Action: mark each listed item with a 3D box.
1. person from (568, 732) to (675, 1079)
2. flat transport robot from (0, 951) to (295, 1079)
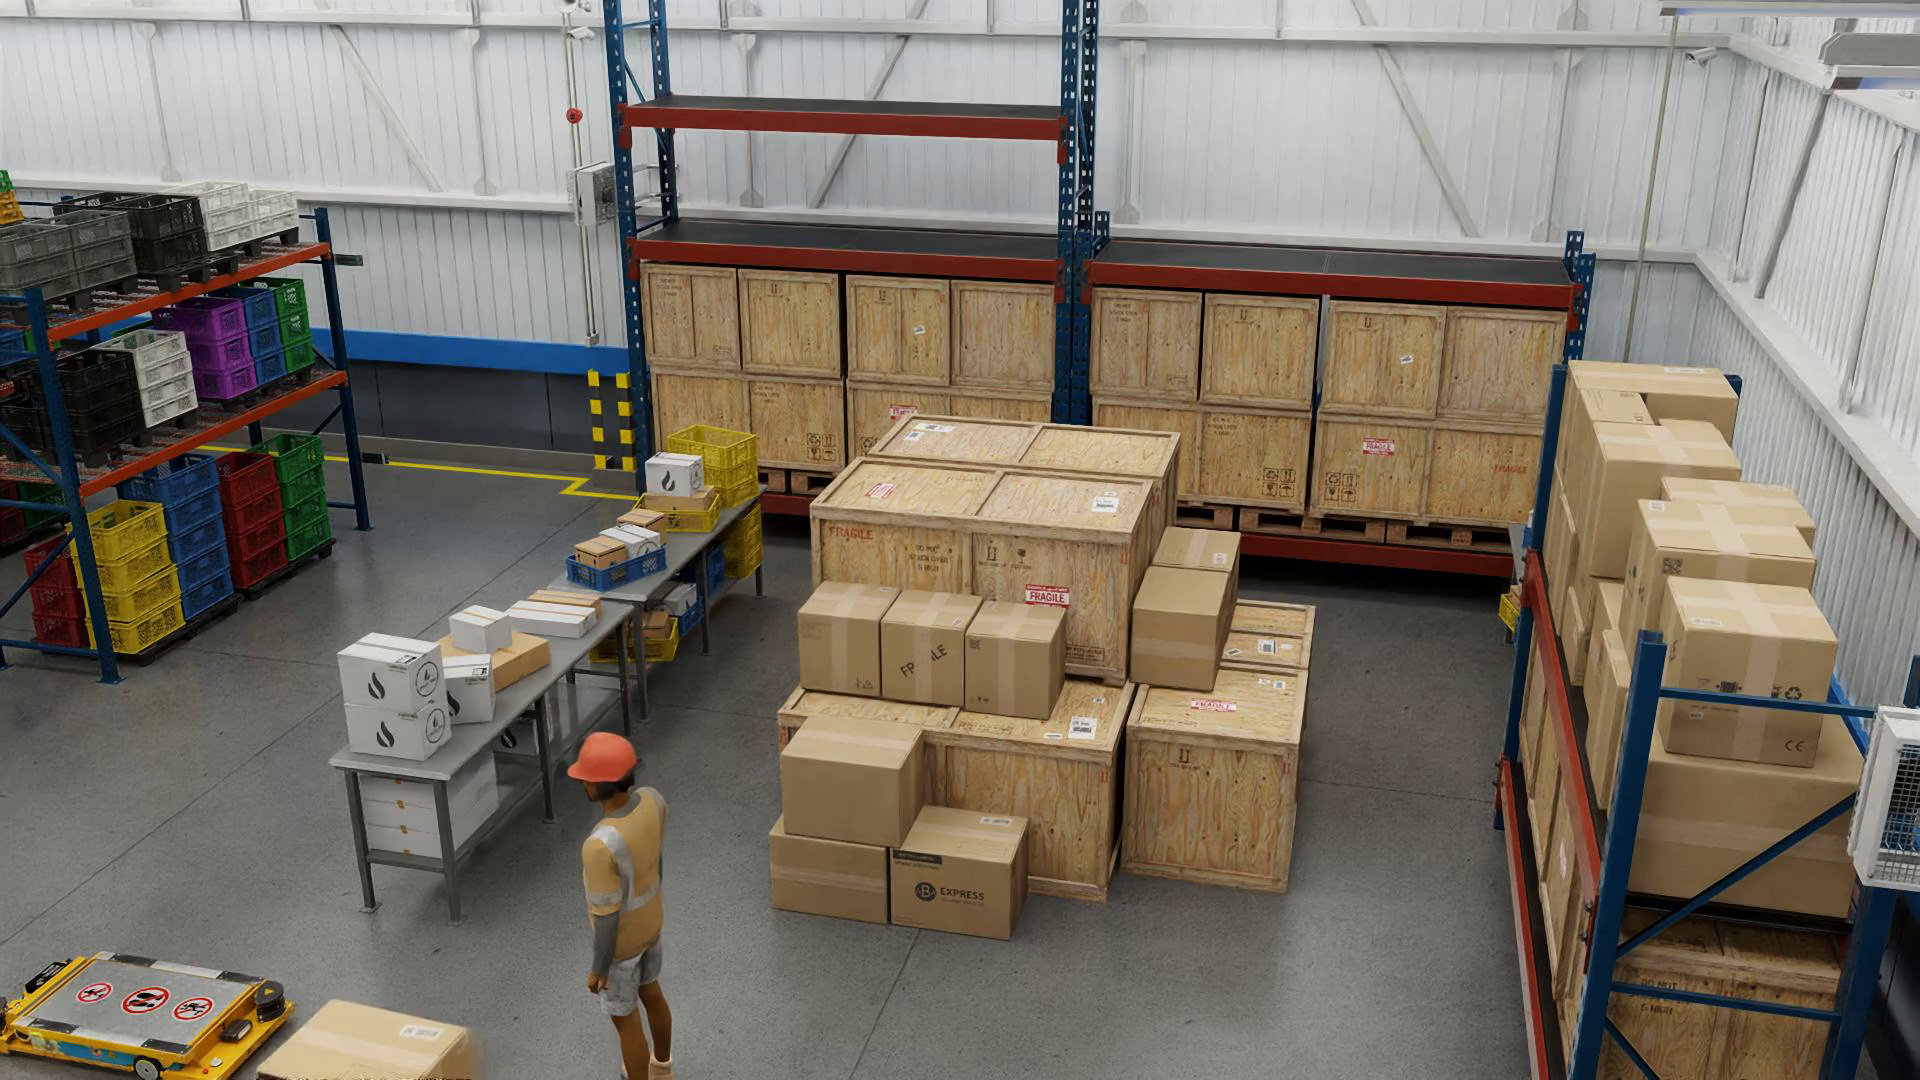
[{"bbox_3d":[-1.587,1.823,7.796,0.375,2.040,0.613,6,22,15],"label":"person"},{"bbox_3d":[-4.270,2.464,8.601,1.431,0.231,0.659,5,22,13],"label":"flat transport robot"}]
